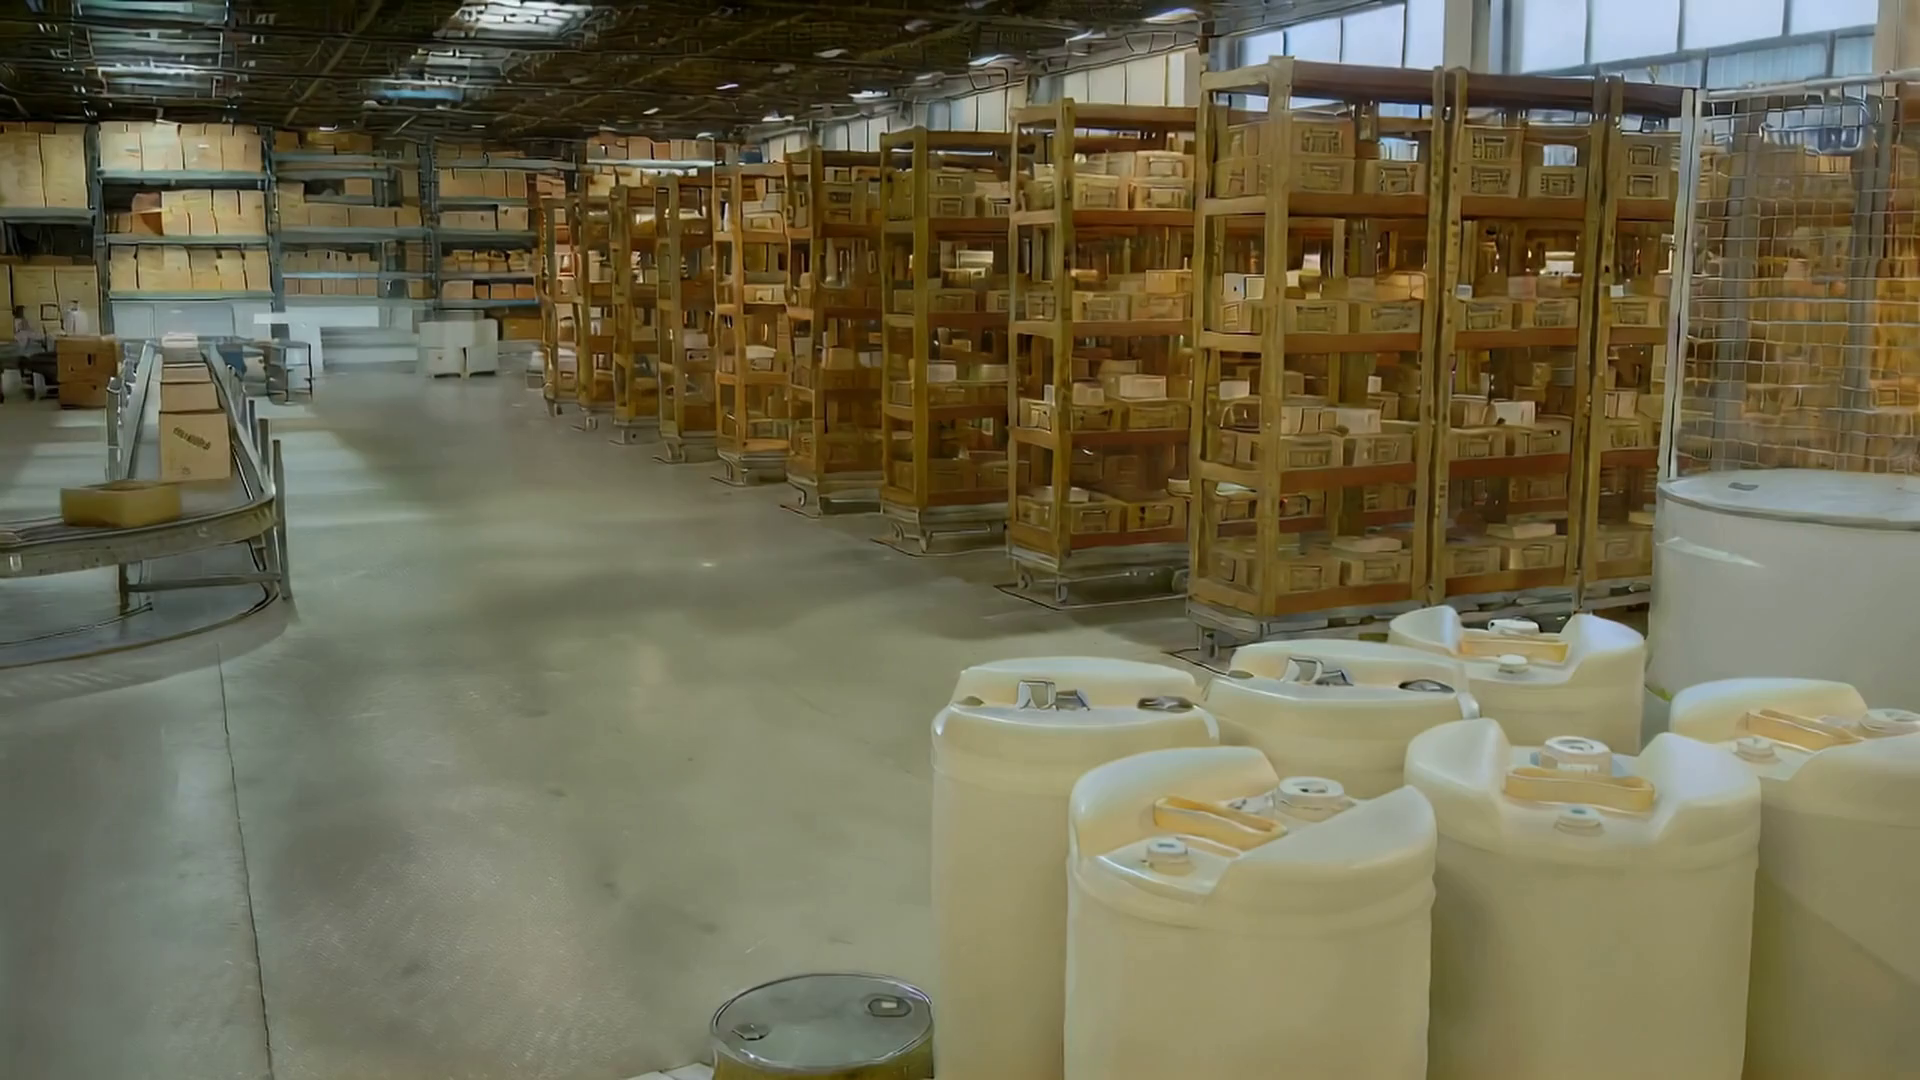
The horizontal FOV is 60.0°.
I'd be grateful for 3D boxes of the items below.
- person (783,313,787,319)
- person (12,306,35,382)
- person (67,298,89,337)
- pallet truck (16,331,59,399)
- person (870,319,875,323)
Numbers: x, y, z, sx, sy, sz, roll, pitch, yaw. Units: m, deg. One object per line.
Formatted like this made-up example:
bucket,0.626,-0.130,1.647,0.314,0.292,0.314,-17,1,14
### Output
person,-5.002,-6.283,48.565,0.424,1.758,0.537,-4,10,-24
person,-20.516,-4.260,36.240,0.546,1.667,0.701,8,12,40
person,-20.245,-4.640,38.194,0.421,1.816,0.585,2,9,11
pallet truck,-17.082,-3.353,31.781,1.630,1.274,0.653,-4,10,-25
person,-2.642,-6.807,51.128,0.620,1.968,0.787,-6,11,-31
